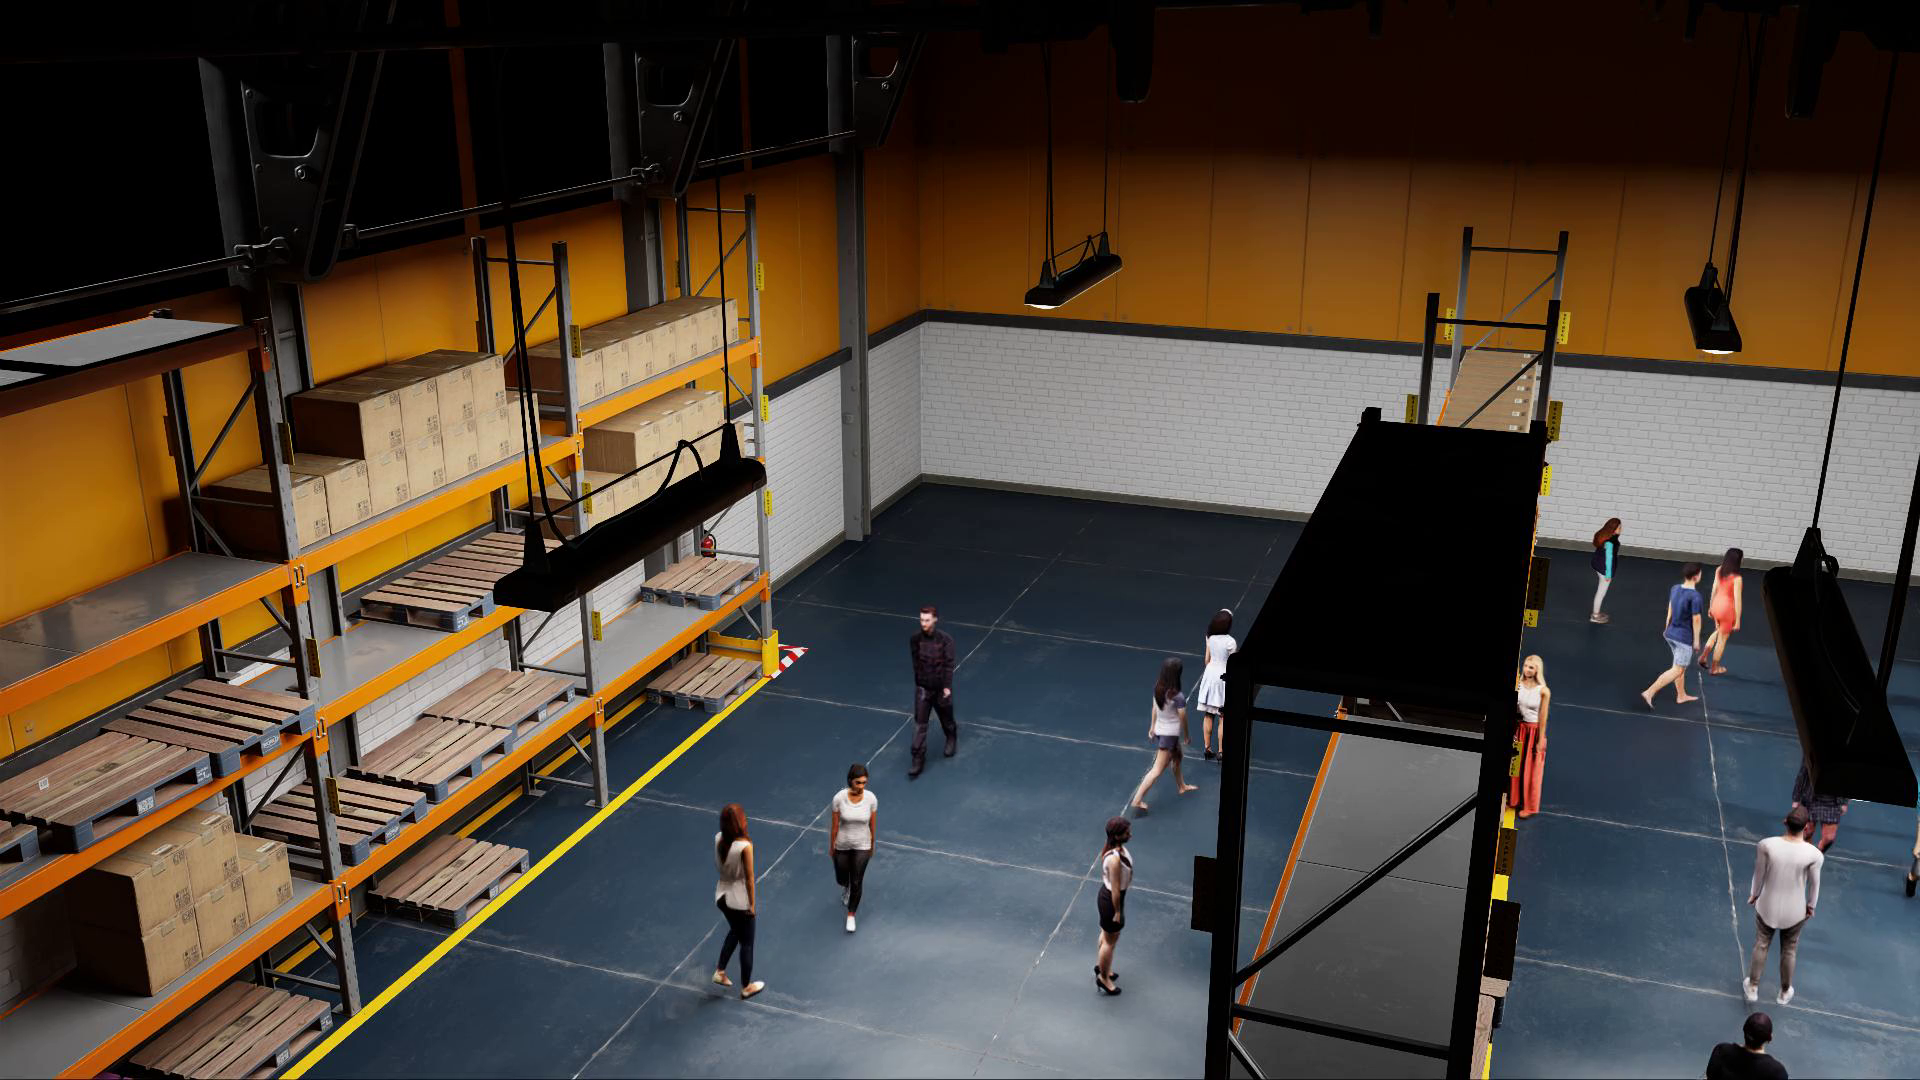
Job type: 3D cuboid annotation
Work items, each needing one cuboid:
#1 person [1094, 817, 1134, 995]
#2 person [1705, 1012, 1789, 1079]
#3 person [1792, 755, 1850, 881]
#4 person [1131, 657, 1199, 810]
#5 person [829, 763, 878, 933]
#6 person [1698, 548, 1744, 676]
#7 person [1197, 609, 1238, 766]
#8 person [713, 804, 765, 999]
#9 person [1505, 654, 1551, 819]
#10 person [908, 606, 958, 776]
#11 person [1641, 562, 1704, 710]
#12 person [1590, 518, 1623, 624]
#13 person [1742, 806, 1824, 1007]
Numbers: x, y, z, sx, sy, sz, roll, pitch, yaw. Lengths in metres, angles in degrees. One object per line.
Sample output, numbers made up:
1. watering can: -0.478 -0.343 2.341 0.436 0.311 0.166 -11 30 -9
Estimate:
1. person: 1.320 3.124 14.353 0.674 1.646 0.549 0 19 0
2. person: 5.298 4.078 11.411 0.797 1.717 1.133 11 22 30
3. person: 8.320 2.518 16.088 0.646 1.688 0.569 8 20 22
4. person: 2.120 2.073 17.456 1.167 1.659 1.093 -10 21 -27
5. person: -0.989 2.790 15.384 0.781 1.621 0.905 0 19 0
6. person: 9.499 0.913 20.822 0.829 1.709 0.761 -6 19 -17
7. person: 2.896 1.626 18.525 0.873 1.822 0.831 -17 25 -40
8. person: -1.982 3.106 14.214 0.712 1.769 0.816 16 24 39
9. person: 5.937 2.028 17.367 0.747 1.800 0.719 -16 24 -39
10. person: -0.262 1.618 18.469 0.720 1.874 1.189 5 19 16
11. person: 8.557 1.168 19.886 1.095 1.823 1.128 -5 19 -15
12. person: 8.800 0.394 22.696 0.622 1.496 0.501 6 20 18
13. person: 7.000 3.088 14.157 0.689 1.840 0.580 9 21 24
